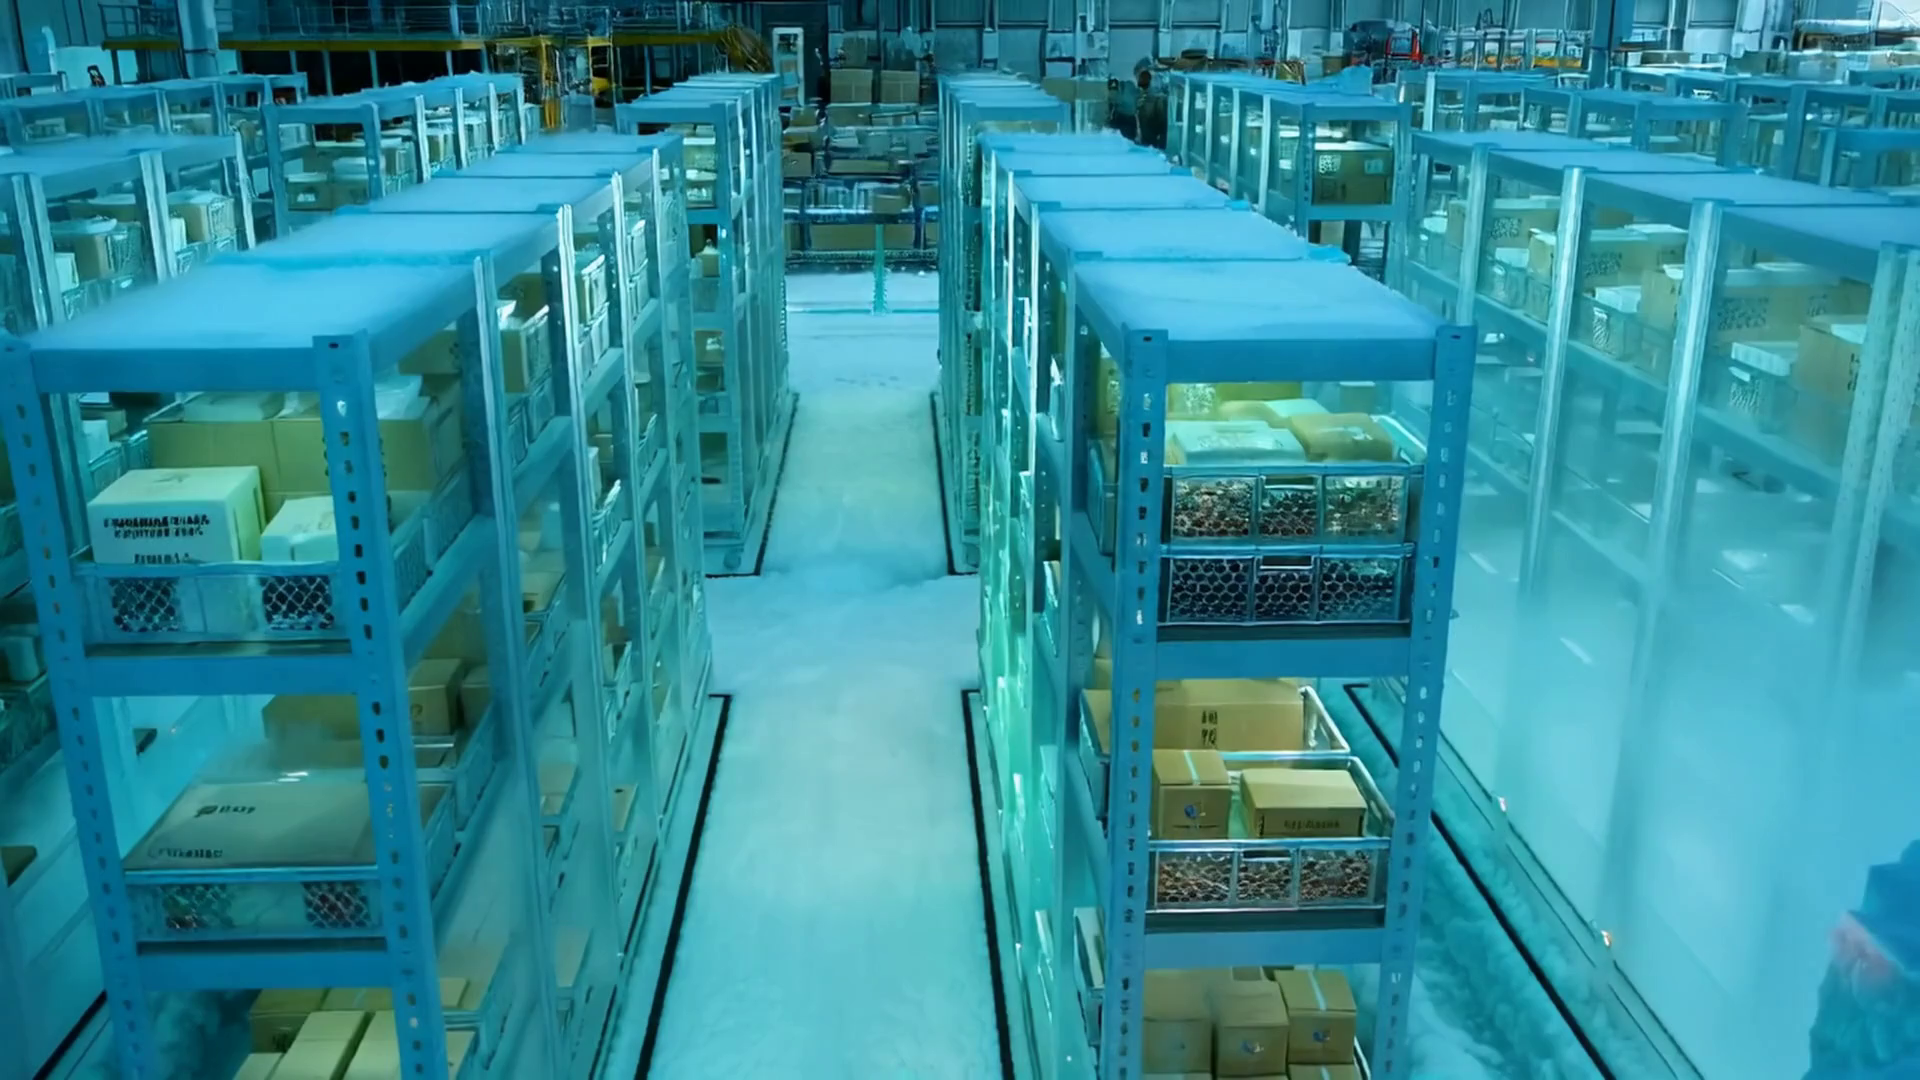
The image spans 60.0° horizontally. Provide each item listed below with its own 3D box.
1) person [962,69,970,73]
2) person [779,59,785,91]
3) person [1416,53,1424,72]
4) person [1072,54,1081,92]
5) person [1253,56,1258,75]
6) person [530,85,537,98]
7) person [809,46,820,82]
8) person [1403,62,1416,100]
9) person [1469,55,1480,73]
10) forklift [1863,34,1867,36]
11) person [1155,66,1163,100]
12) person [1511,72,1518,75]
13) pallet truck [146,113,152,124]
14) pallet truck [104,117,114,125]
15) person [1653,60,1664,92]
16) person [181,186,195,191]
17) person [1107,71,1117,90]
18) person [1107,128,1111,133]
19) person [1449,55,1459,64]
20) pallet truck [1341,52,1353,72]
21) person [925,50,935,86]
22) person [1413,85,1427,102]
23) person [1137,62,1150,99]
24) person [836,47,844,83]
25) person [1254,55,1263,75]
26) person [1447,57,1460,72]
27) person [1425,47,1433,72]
[{"bbox_3d":[0.199,-15.828,59.583,0.376,2.042,0.615,-8,19,-23],"label":"person"},{"bbox_3d":[-8.698,-22.747,81.317,0.429,1.845,0.621,-7,19,-21],"label":"person"},{"bbox_3d":[23.826,-24.314,86.247,0.951,1.799,0.524,-1,18,-3],"label":"person"},{"bbox_3d":[5.835,-23.440,83.483,0.429,1.840,0.638,1,18,4],"label":"person"},{"bbox_3d":[15.352,-24.274,86.348,0.887,1.642,0.549,13,22,35],"label":"person"},{"bbox_3d":[-15.960,-16.724,62.626,0.451,1.870,0.593,1,18,4],"label":"person"},{"bbox_3d":[-8.230,-26.938,94.144,0.630,1.932,0.425,-7,19,-20],"label":"person"},{"bbox_3d":[20.540,-20.931,75.924,0.885,1.700,0.484,12,21,33],"label":"person"},{"bbox_3d":[24.915,-22.626,80.924,0.991,1.851,0.659,-14,23,-37],"label":"person"},{"bbox_3d":[46.742,-24.865,86.208,1.873,2.768,1.129,10,20,27],"label":"forklift"},{"bbox_3d":[8.306,-18.824,69.299,0.313,1.768,0.528,0,18,1],"label":"person"},{"bbox_3d":[18.964,-15.073,57.251,0.663,2.000,0.696,9,20,25],"label":"person"},{"bbox_3d":[-18.087,-8.309,36.390,1.885,1.965,0.823,-1,18,-4],"label":"pallet truck"},{"bbox_3d":[-18.367,-7.885,35.078,1.885,1.965,0.823,1,18,2],"label":"pallet truck"},{"bbox_3d":[30.169,-19.733,71.790,0.362,1.965,0.612,-9,20,-27],"label":"person"},{"bbox_3d":[-12.528,-5.108,26.748,0.404,1.830,0.601,12,21,32],"label":"person"},{"bbox_3d":[5.689,-16.616,62.316,0.322,1.864,0.539,-17,24,-42],"label":"person"},{"bbox_3d":[3.161,-7.881,35.463,0.548,1.745,0.426,7,19,21],"label":"person"},{"bbox_3d":[23.758,-22.427,80.231,0.435,1.911,0.643,-12,22,-33],"label":"person"},{"bbox_3d":[18.794,-23.123,82.231,0.823,1.965,1.885,-13,22,-35],"label":"pallet truck"},{"bbox_3d":[-1.631,-25.454,89.664,0.585,1.860,1.025,-9,20,-25],"label":"person"},{"bbox_3d":[16.252,-15.560,58.935,0.542,1.931,0.366,-10,21,-29],"label":"person"},{"bbox_3d":[7.465,-18.428,67.705,0.382,1.993,0.622,-15,23,-39],"label":"person"},{"bbox_3d":[-6.673,-26.325,92.259,0.530,1.920,0.578,-12,21,-32],"label":"person"},{"bbox_3d":[14.309,-22.163,79.385,0.598,1.915,0.633,11,21,30],"label":"person"},{"bbox_3d":[23.146,-21.702,78.034,0.598,1.873,1.000,7,19,21],"label":"person"},{"bbox_3d":[26.037,-26.387,92.432,0.369,1.936,0.543,-1,18,-3],"label":"person"}]
